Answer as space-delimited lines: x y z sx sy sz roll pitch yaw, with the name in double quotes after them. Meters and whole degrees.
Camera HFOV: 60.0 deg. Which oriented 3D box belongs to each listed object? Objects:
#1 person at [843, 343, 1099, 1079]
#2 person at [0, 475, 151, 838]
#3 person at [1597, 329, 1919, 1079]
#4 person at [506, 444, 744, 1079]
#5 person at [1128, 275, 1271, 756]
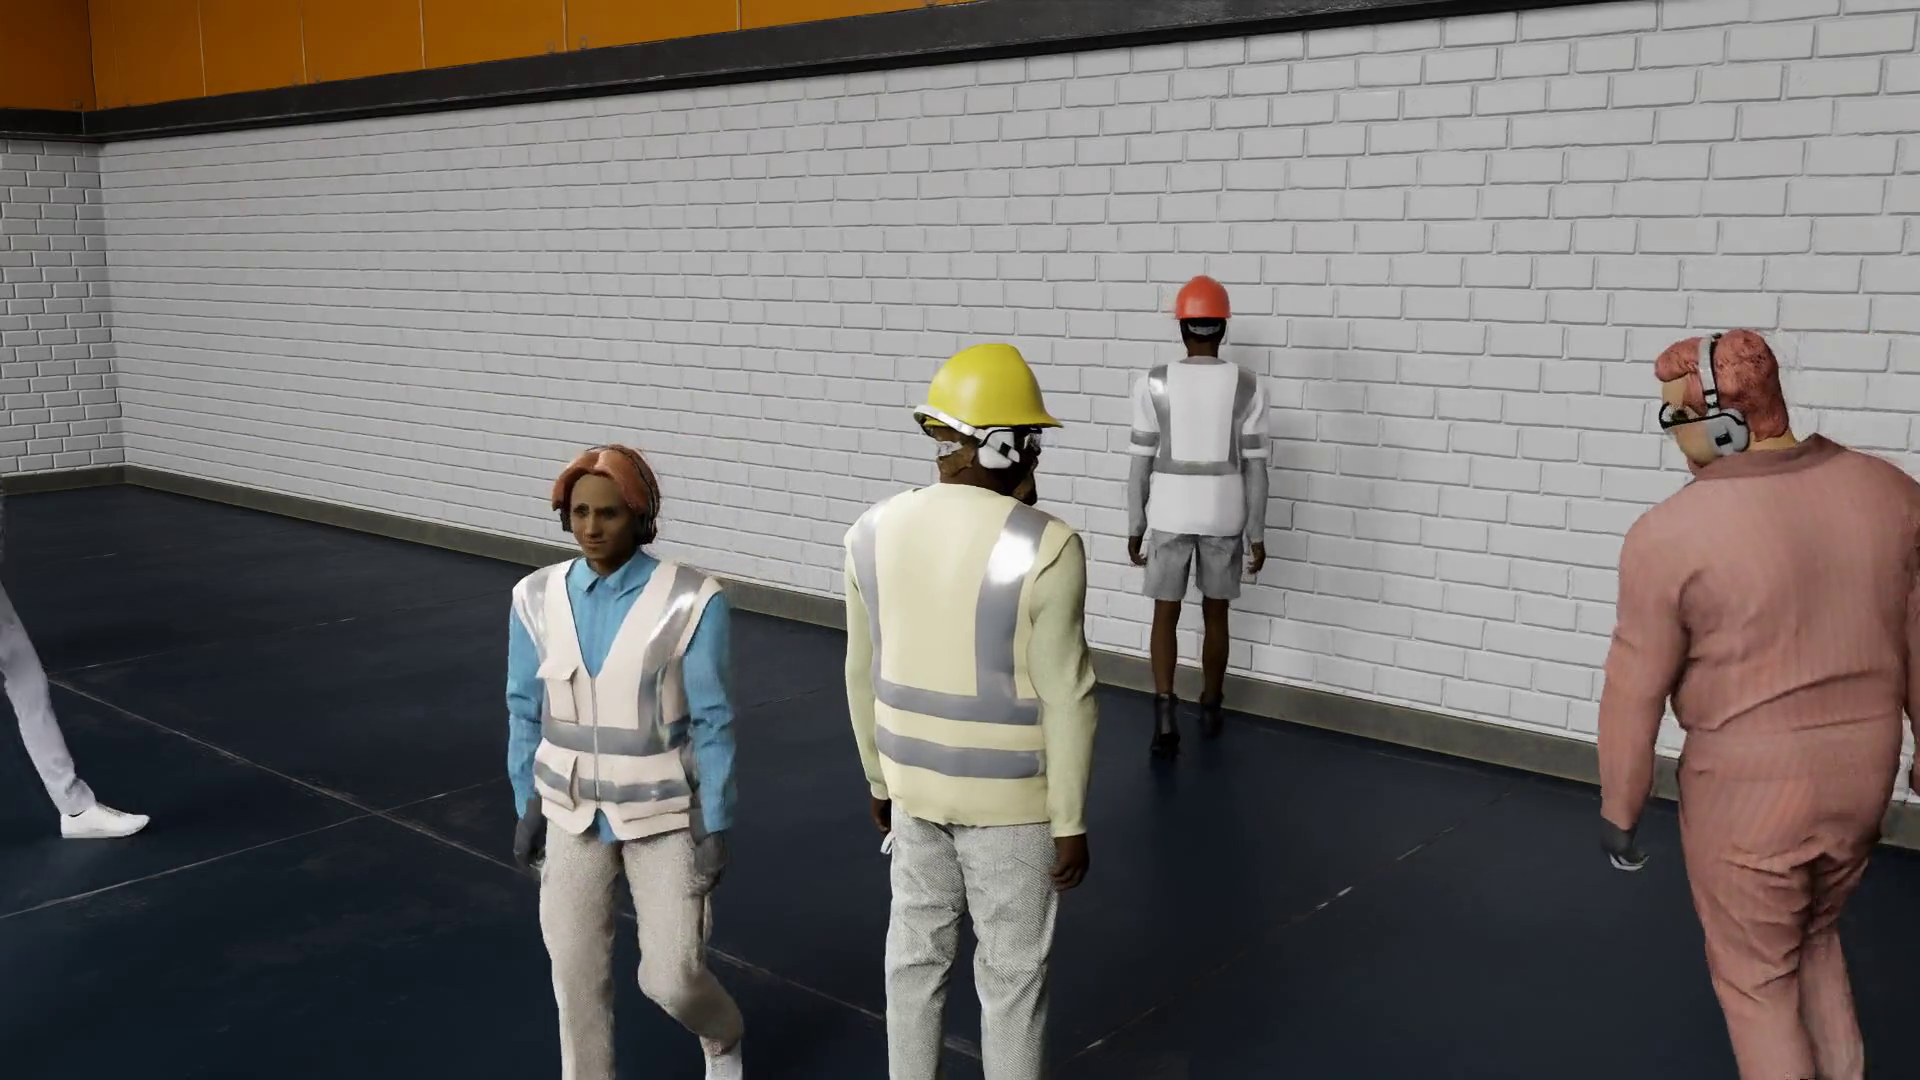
0.037 0.508 3.489 0.591 1.829 0.404 7 12 36 "person"
-3.334 0.155 5.545 0.977 1.827 0.541 0 10 -1 "person"
1.658 0.505 3.404 0.718 1.865 0.447 -2 10 -12 "person"
-0.711 0.596 3.583 0.531 1.626 0.496 3 10 15 "person"
0.951 -0.090 6.658 0.558 1.930 0.675 1 10 8 "person"
